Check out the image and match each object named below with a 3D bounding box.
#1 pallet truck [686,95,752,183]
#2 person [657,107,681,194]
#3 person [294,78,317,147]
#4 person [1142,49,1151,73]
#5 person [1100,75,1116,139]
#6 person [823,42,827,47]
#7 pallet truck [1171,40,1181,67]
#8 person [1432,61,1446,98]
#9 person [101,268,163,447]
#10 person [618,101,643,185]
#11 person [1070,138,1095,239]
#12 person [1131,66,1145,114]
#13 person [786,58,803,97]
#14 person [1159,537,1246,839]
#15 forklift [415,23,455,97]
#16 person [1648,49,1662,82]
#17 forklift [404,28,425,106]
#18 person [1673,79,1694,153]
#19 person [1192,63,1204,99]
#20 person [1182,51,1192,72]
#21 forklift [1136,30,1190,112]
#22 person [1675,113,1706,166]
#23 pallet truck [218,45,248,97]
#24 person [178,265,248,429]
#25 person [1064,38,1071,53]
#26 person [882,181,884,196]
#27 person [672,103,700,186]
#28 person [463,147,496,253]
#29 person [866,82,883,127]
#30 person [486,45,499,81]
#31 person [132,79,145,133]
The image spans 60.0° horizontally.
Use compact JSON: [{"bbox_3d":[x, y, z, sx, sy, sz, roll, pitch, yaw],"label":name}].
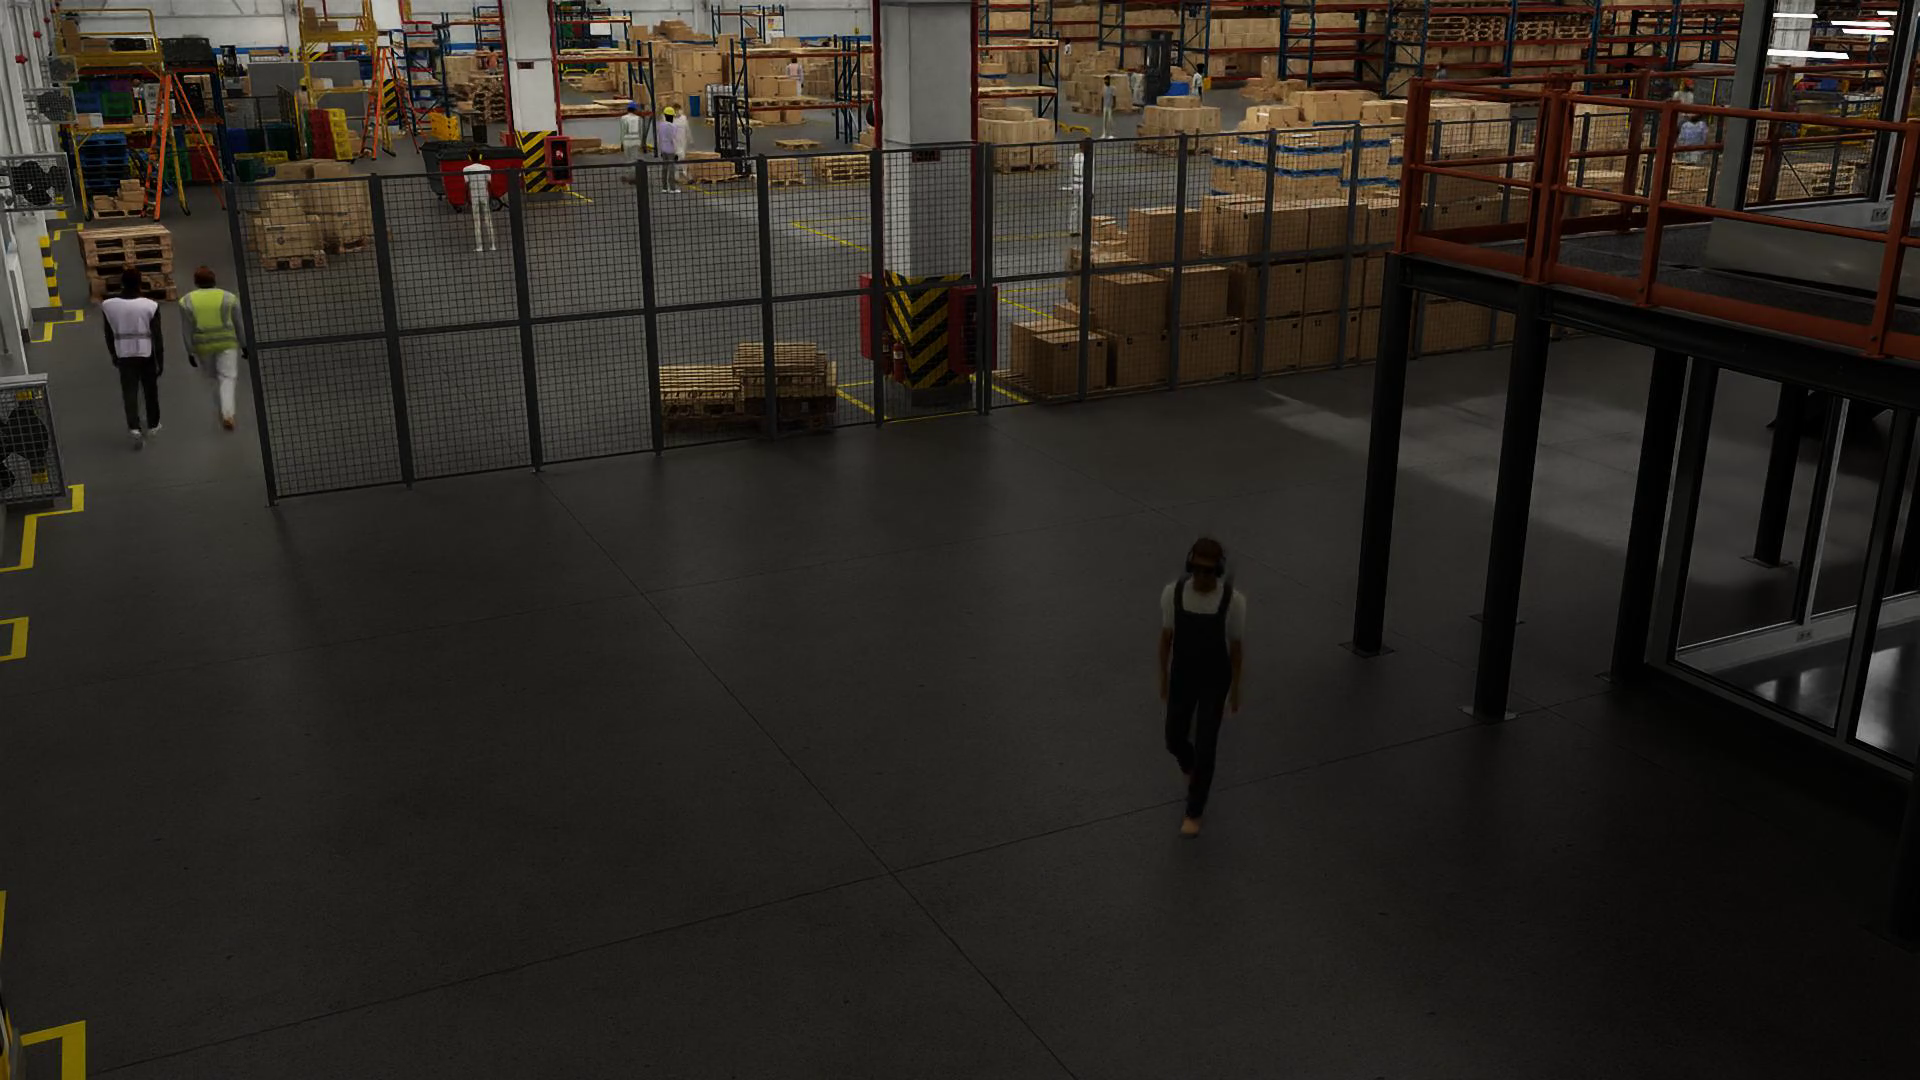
[{"bbox_3d":[-5.836,-9.608,39.856,0.823,1.965,1.885,10,22,27],"label":"pallet truck"},{"bbox_3d":[-6.594,-8.846,37.770,0.587,1.920,0.394,14,24,35],"label":"person"},{"bbox_3d":[-18.675,-12.234,47.579,0.586,1.924,0.370,-7,20,-21],"label":"person"},{"bbox_3d":[7.249,-17.789,63.685,0.457,1.918,0.649,16,24,38],"label":"person"},{"bbox_3d":[4.428,-12.947,49.747,0.531,1.860,0.332,15,24,37],"label":"person"},{"bbox_3d":[-6.153,-22.044,76.406,0.533,1.664,0.837,-18,26,-41],"label":"person"},{"bbox_3d":[9.045,-19.971,69.895,0.823,1.965,1.885,-3,19,-8],"label":"pallet truck"},{"bbox_3d":[16.230,-15.255,56.396,1.047,1.884,0.646,3,19,8],"label":"person"},{"bbox_3d":[-8.885,-1.977,17.930,0.594,1.880,0.950,-6,20,-18],"label":"person"},{"bbox_3d":[-7.839,-9.417,39.440,0.626,1.903,0.816,-13,23,-34],"label":"person"},{"bbox_3d":[2.307,-6.634,31.426,0.354,1.877,0.573,-17,25,-40],"label":"person"},{"bbox_3d":[6.201,-15.704,58.067,0.515,1.641,0.308,-5,20,-14],"label":"person"},{"bbox_3d":[-5.964,-16.542,60.196,0.625,1.841,0.429,2,19,6],"label":"person"},{"bbox_3d":[1.423,0.833,9.853,0.510,1.830,0.584,7,20,19],"label":"person"},{"bbox_3d":[-20.889,-18.720,64.937,1.873,2.768,1.129,14,24,35],"label":"forklift"},{"bbox_3d":[28.741,-19.492,68.912,0.557,1.729,0.711,-6,20,-16],"label":"person"},{"bbox_3d":[-19.747,-17.124,60.310,1.873,2.768,1.129,5,20,14],"label":"forklift"},{"bbox_3d":[19.998,-11.720,45.988,0.632,1.987,1.033,-5,20,-15],"label":"person"},{"bbox_3d":[7.747,-14.548,54.223,0.364,1.963,0.610,-3,19,-7],"label":"person"},{"bbox_3d":[9.937,-20.931,72.788,0.543,1.925,0.686,15,24,37],"label":"person"},{"bbox_3d":[7.020,-16.337,58.029,1.873,2.768,1.129,-9,21,-25],"label":"forklift"},{"bbox_3d":[16.561,-8.848,37.782,0.571,1.905,0.823,15,24,37],"label":"person"},{"bbox_3d":[-28.879,-18.665,66.111,0.823,1.965,1.885,-3,19,-9],"label":"pallet truck"},{"bbox_3d":[-8.292,-2.147,18.525,0.626,1.814,0.911,-6,20,-16],"label":"person"},{"bbox_3d":[5.102,-22.964,79.025,0.316,1.695,0.542,6,20,17],"label":"person"},{"bbox_3d":[-1.471,-8.561,37.072,0.989,1.831,0.577,11,22,30],"label":"person"},{"bbox_3d":[-6.570,-9.311,39.174,1.048,1.881,0.641,11,22,30],"label":"person"},{"bbox_3d":[-8.634,-6.097,29.878,0.521,1.865,0.319,-8,21,-23],"label":"person"},{"bbox_3d":[-2.233,-11.102,44.122,0.537,2.000,0.689,-1,19,-4],"label":"person"},{"bbox_3d":[-20.177,-20.483,71.832,0.540,1.696,0.316,-15,24,-37],"label":"person"},{"bbox_3d":[-25.374,-13.404,51.416,0.526,1.631,0.319,5,20,14],"label":"person"}]
